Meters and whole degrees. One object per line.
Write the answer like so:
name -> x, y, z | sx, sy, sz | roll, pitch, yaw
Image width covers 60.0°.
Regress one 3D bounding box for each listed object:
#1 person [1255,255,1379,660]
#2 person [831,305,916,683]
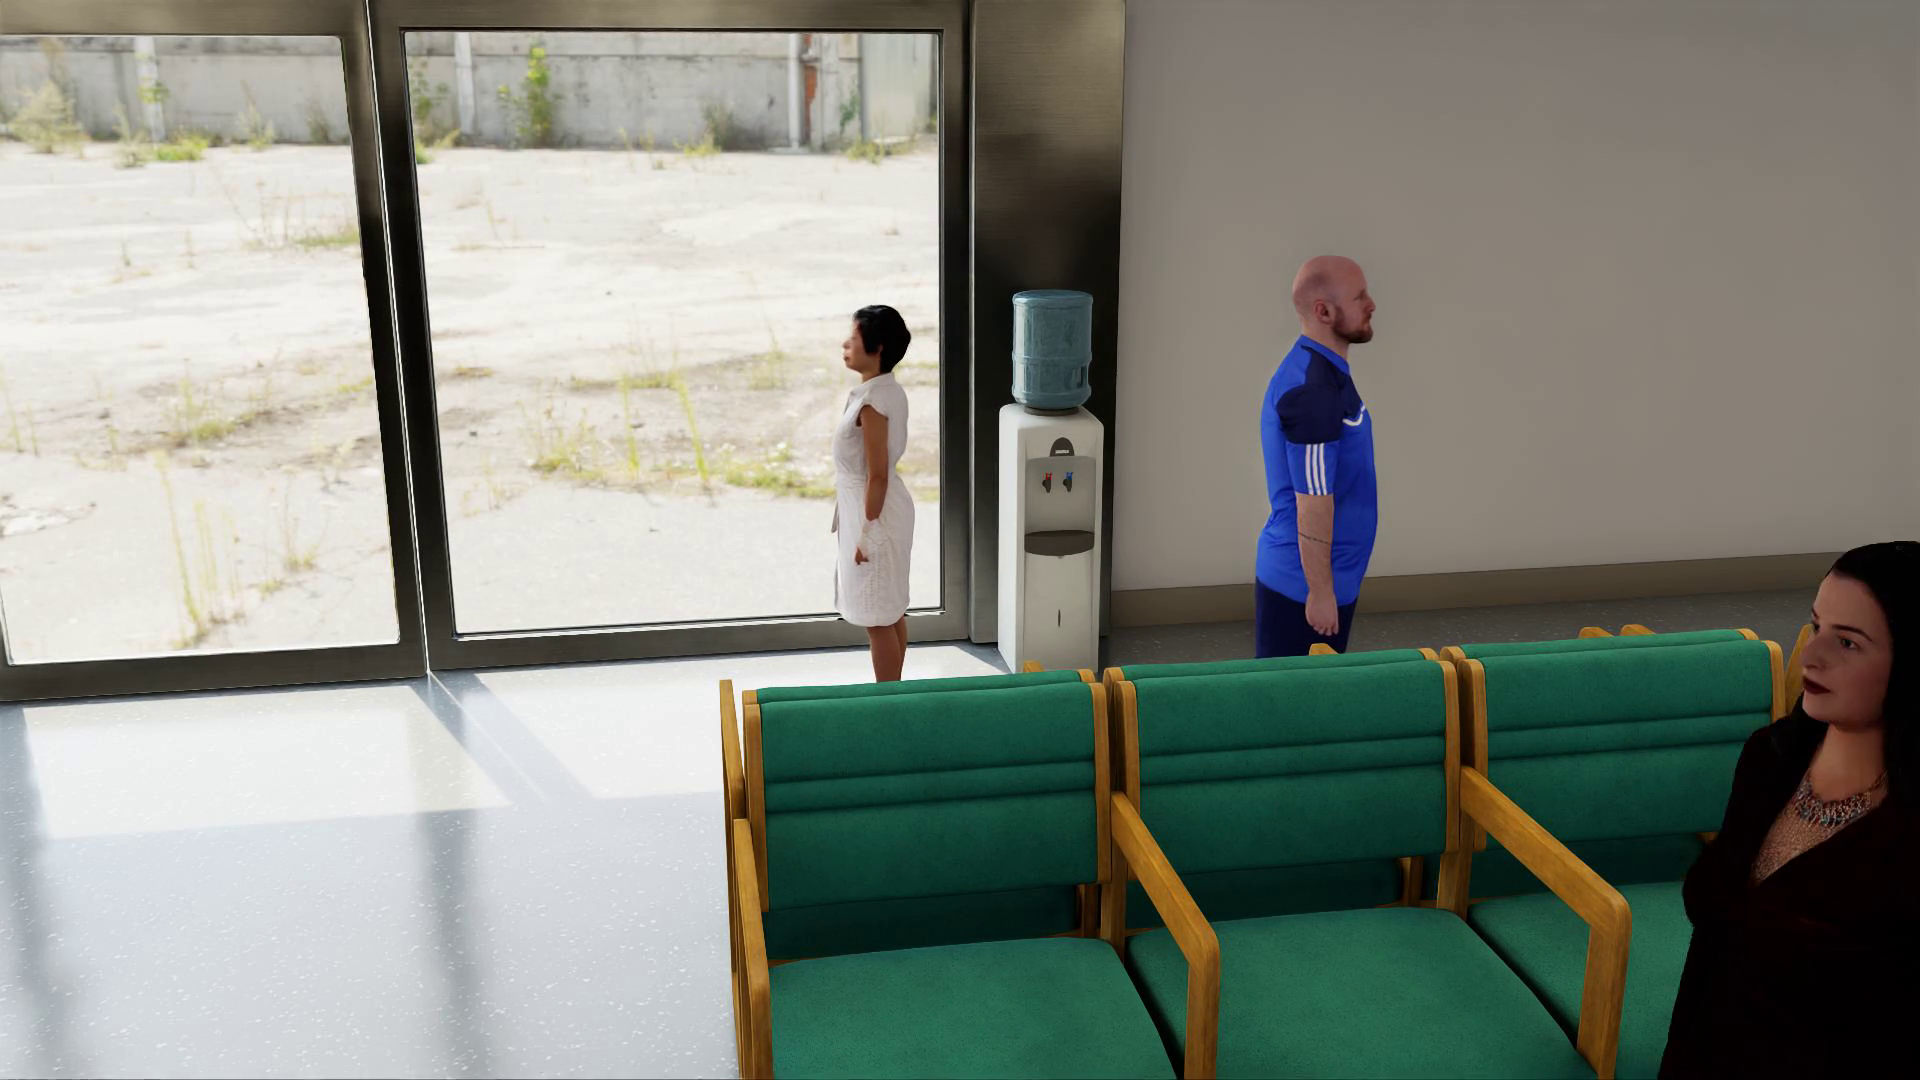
person -> 1.002, 0.105, 4.737 | 0.807, 1.842, 0.650 | 3, 16, 12
person -> -0.288, -0.055, 5.834 | 0.670, 1.554, 0.537 | 1, 16, 5
